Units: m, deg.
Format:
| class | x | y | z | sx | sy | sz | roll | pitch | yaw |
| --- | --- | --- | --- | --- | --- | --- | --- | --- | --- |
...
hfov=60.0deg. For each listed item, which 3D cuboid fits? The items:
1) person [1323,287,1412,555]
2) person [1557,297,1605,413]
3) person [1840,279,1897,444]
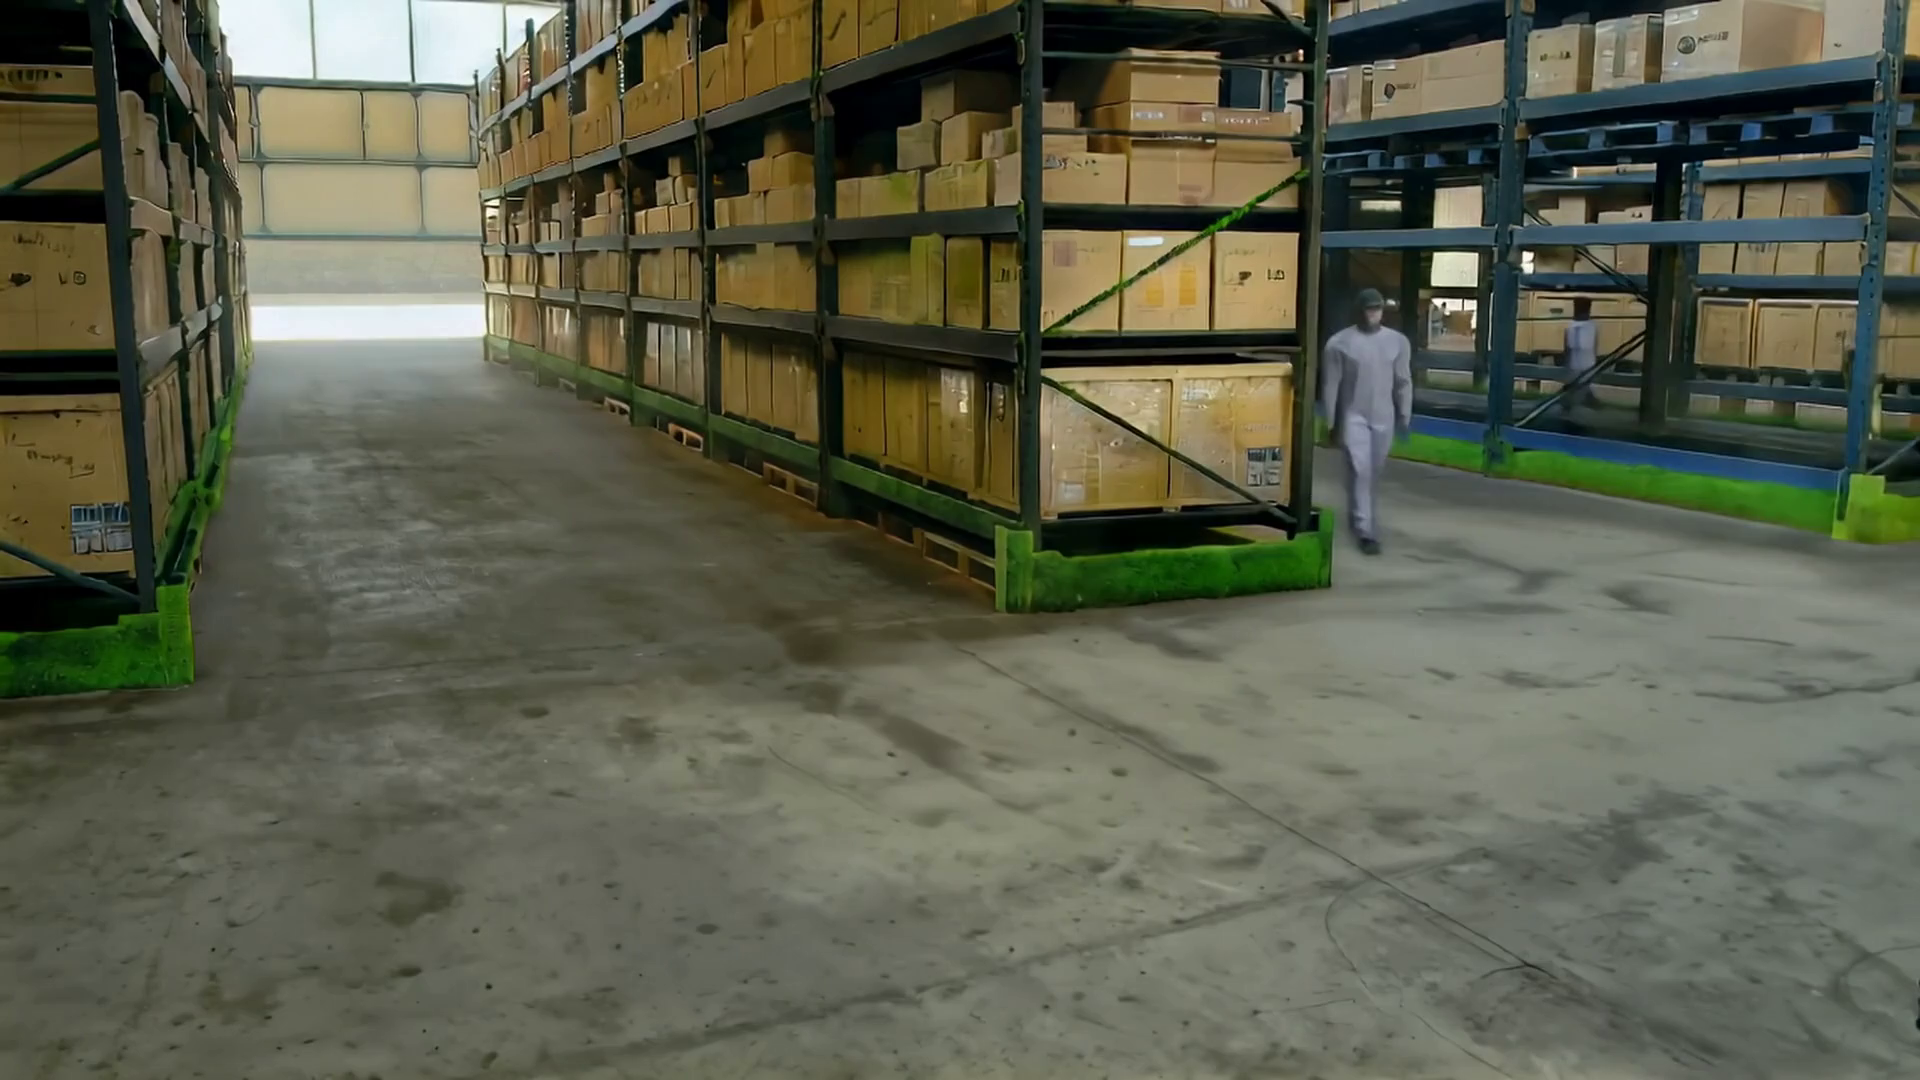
| class | x | y | z | sx | sy | sz | roll | pitch | yaw |
| --- | --- | --- | --- | --- | --- | --- | --- | --- | --- |
| person | 2.956 | -0.892 | 12.149 | 0.639 | 1.903 | 0.968 | -1 | 10 | -5 |
| person | 7.370 | -2.040 | 19.706 | 0.541 | 1.671 | 0.771 | -4 | 10 | -23 |
| person | 9.755 | -1.863 | 17.978 | 0.400 | 1.900 | 0.636 | -2 | 10 | -14 |
